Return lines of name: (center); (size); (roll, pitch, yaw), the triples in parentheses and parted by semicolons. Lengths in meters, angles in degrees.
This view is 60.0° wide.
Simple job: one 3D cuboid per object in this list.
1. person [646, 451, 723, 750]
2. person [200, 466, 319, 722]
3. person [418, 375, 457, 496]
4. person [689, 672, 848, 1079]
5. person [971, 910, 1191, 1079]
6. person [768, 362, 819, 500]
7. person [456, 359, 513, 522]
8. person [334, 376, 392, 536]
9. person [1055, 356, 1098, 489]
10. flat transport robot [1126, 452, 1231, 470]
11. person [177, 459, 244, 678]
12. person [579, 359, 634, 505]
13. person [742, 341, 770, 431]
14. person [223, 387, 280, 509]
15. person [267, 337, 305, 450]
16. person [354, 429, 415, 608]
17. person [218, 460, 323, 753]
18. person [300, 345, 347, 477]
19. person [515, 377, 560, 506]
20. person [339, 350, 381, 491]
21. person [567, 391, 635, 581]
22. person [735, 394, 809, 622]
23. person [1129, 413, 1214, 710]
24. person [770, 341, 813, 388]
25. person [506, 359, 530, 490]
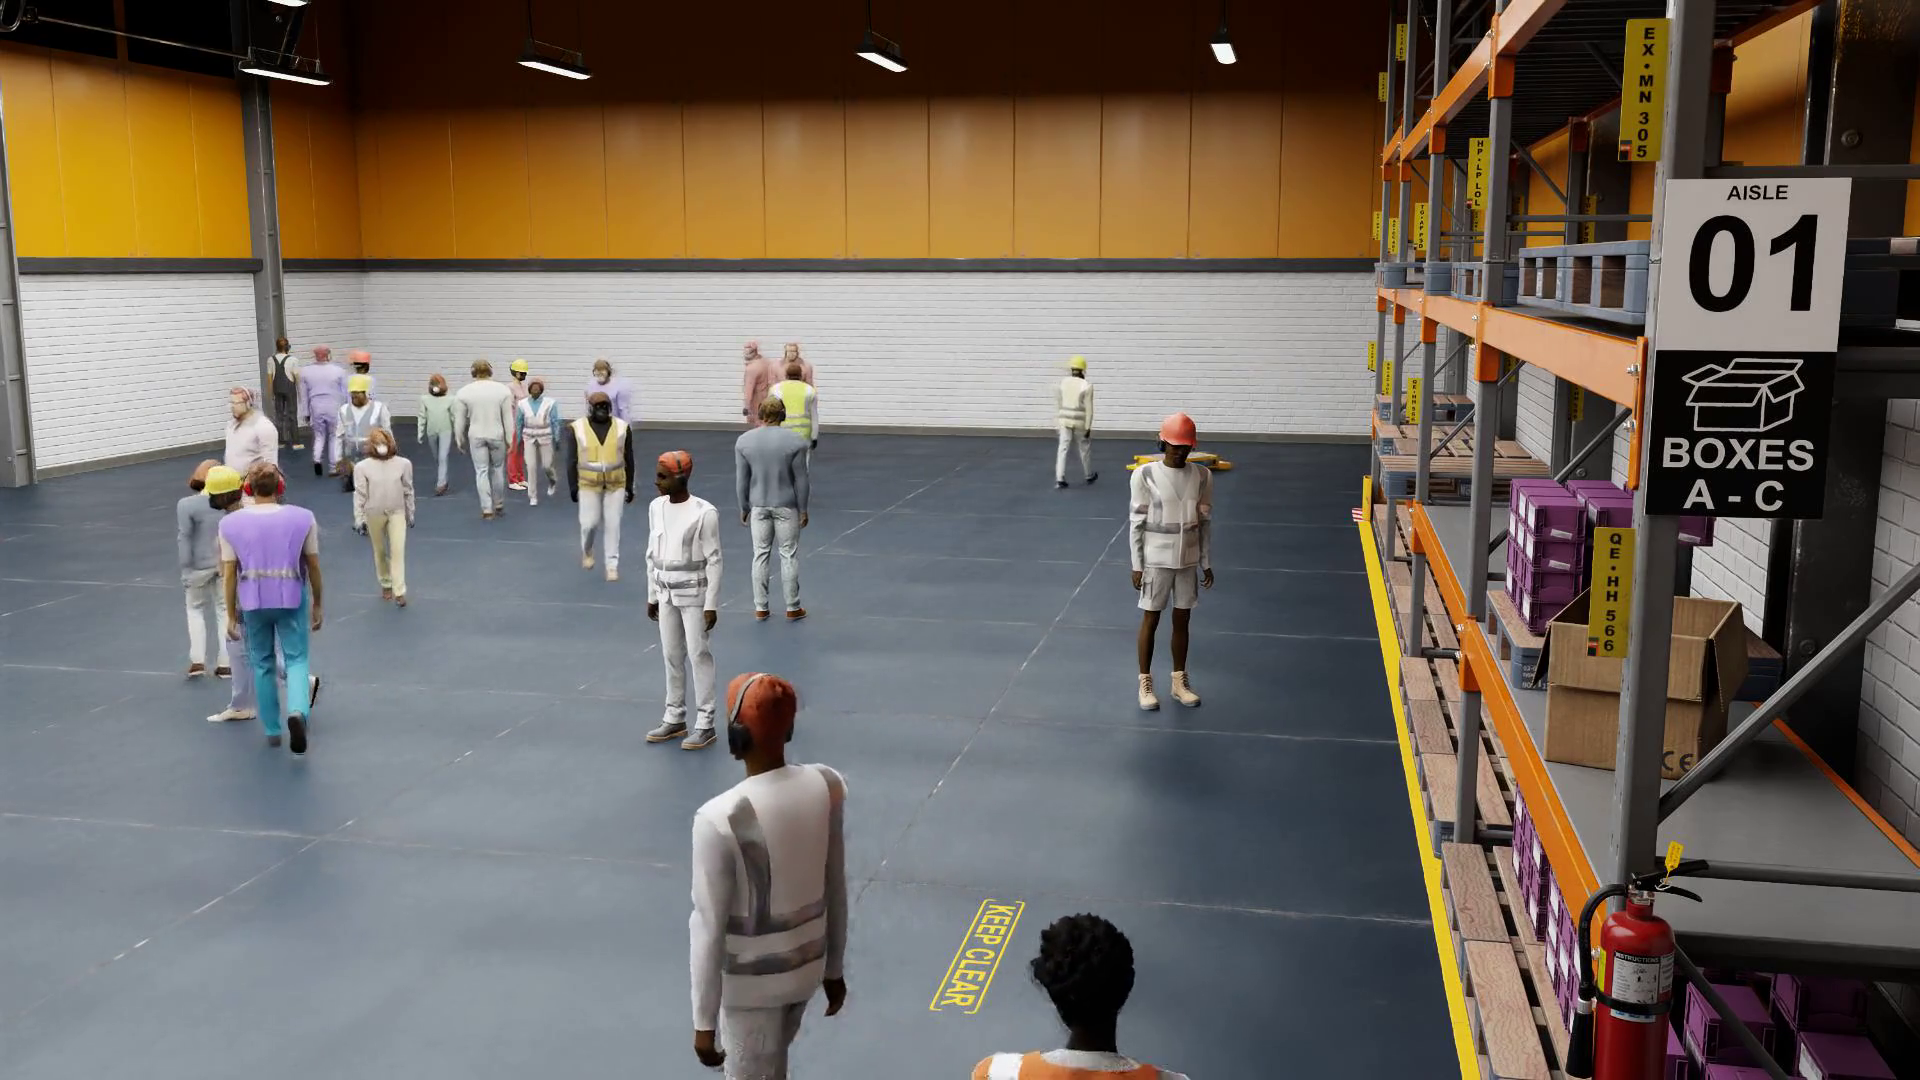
person: (-1.742, 0.372, 10.445); (0.579, 1.882, 0.342); (7, 12, 35)
person: (-4.638, 0.365, 10.941); (0.668, 1.743, 0.537); (-2, 10, -13)
person: (-6.877, -1.396, 21.994); (0.497, 1.587, 0.888); (0, 9, 1)
person: (-0.517, 1.308, 4.898); (0.826, 1.860, 0.583); (8, 12, 39)
person: (0.259, 1.636, 3.513); (0.530, 1.664, 0.749); (1, 9, 4)
person: (-2.080, -1.319, 20.853); (0.644, 1.817, 0.674); (-2, 10, -12)
person: (-5.657, -1.192, 19.791); (0.650, 1.928, 0.666); (-4, 10, -20)
person: (-6.753, -0.958, 18.762); (0.627, 1.776, 0.949); (1, 9, 5)
person: (1.584, -1.603, 22.648); (0.607, 1.782, 0.952); (5, 11, 29)
flat transport robot: (3.211, -1.141, 24.409); (1.431, 0.197, 0.652); (-5, 11, -30)
person: (-5.484, 0.214, 12.243); (0.464, 1.591, 0.531); (9, 13, 44)
person: (-4.405, -1.326, 20.779); (0.652, 1.861, 1.119); (2, 10, 15)
person: (-3.158, -2.125, 25.559); (0.578, 1.859, 0.724); (0, 9, 2)
person: (-6.693, -0.507, 15.706); (0.656, 1.891, 0.448); (7, 12, 35)
person: (-11.015, -2.381, 27.155); (0.508, 1.842, 0.332); (0, 9, -1)
person: (-5.118, -0.205, 14.808); (0.516, 1.576, 0.882); (-4, 10, -21)
person: (-4.243, 0.425, 10.293); (0.574, 1.827, 0.708); (-4, 10, -22)
person: (-9.037, -1.839, 23.766); (0.651, 1.893, 0.425); (0, 9, -2)
person: (-5.347, -1.266, 21.111); (0.545, 1.618, 0.553); (-1, 9, -7)
person: (-8.058, -1.613, 22.403); (0.556, 1.893, 1.013); (5, 11, 27)
person: (-3.457, -0.529, 16.039); (0.630, 1.832, 0.532); (-3, 10, -18)
person: (-1.583, -0.266, 14.125); (0.628, 1.940, 0.377); (1, 10, 8)
person: (1.456, 0.145, 11.362); (0.605, 2.034, 0.388); (-3, 10, -17)
person: (-2.542, -2.056, 25.080); (0.643, 1.890, 0.447); (0, 9, 1)
person: (-5.938, -1.556, 22.442); (0.327, 1.760, 0.524); (2, 10, 9)
